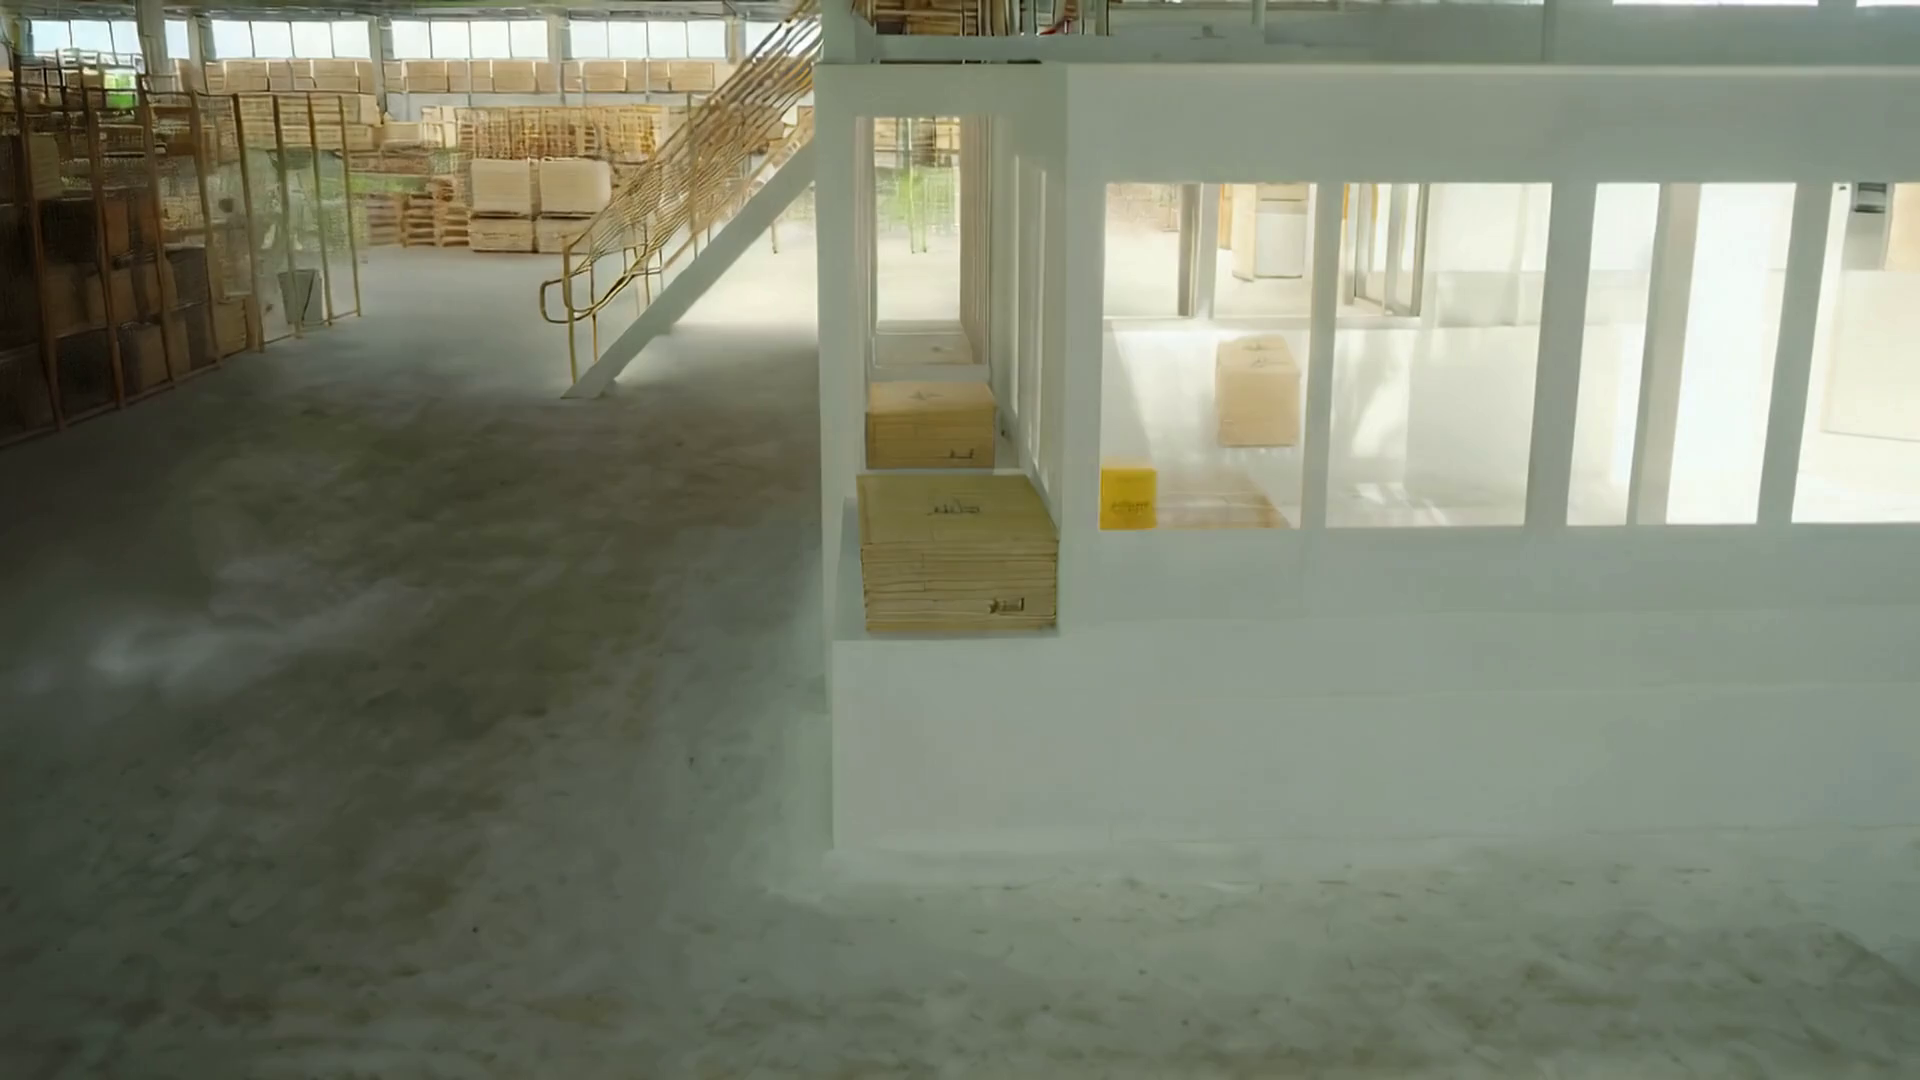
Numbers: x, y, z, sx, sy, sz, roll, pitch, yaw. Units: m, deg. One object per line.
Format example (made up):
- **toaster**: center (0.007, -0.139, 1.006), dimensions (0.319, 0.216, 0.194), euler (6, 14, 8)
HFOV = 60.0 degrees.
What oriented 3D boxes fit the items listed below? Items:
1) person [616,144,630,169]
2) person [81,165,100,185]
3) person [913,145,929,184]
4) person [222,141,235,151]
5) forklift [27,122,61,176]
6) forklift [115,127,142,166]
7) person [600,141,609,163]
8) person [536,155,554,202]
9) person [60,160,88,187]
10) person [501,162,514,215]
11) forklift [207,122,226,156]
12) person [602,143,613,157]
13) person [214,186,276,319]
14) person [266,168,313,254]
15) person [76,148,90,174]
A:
- **person**: center (-16.047, -17.926, 79.193), dimensions (0.588, 1.797, 0.994), euler (0, 14, 2)
- **person**: center (-15.405, -5.715, 29.932), dimensions (0.790, 2.020, 0.620), euler (-2, 14, -8)
- **person**: center (-1.843, -17.339, 76.898), dimensions (0.953, 1.775, 0.597), euler (-8, 16, -29)
- **person**: center (-35.525, -18.396, 80.831), dimensions (0.606, 1.914, 0.783), euler (-9, 17, -32)
- **forklift**: center (-35.376, -14.773, 64.377), dimensions (1.129, 2.768, 1.873), euler (-1, 14, -2)
- **forklift**: center (-35.922, -16.877, 72.786), dimensions (1.873, 2.768, 1.129), euler (-1, 14, -2)
- **person**: center (-16.270, -17.342, 76.484), dimensions (0.618, 1.983, 0.431), euler (8, 16, 28)
- **person**: center (-12.717, -10.805, 50.689), dimensions (0.998, 1.819, 0.527), euler (-4, 15, -16)
- **person**: center (-17.630, -6.516, 33.081), dimensions (0.682, 2.000, 0.537), euler (-5, 15, -21)
- **person**: center (-12.374, -9.398, 45.212), dimensions (0.820, 1.735, 0.517), euler (-8, 16, -28)
- **forklift**: center (-40.533, -21.380, 90.785), dimensions (1.873, 2.768, 1.129), euler (5, 15, 20)
- **person**: center (-15.576, -16.647, 73.858), dimensions (0.409, 1.903, 0.639), euler (4, 15, 17)
- **person**: center (-10.181, -4.034, 23.469), dimensions (0.919, 1.897, 0.597), euler (-12, 18, -39)
- **person**: center (-14.419, -6.994, 35.429), dimensions (1.001, 1.830, 0.582), euler (2, 14, 9)
- **person**: center (-33.990, -14.304, 64.648), dimensions (0.606, 1.819, 0.561), euler (-1, 14, -5)
